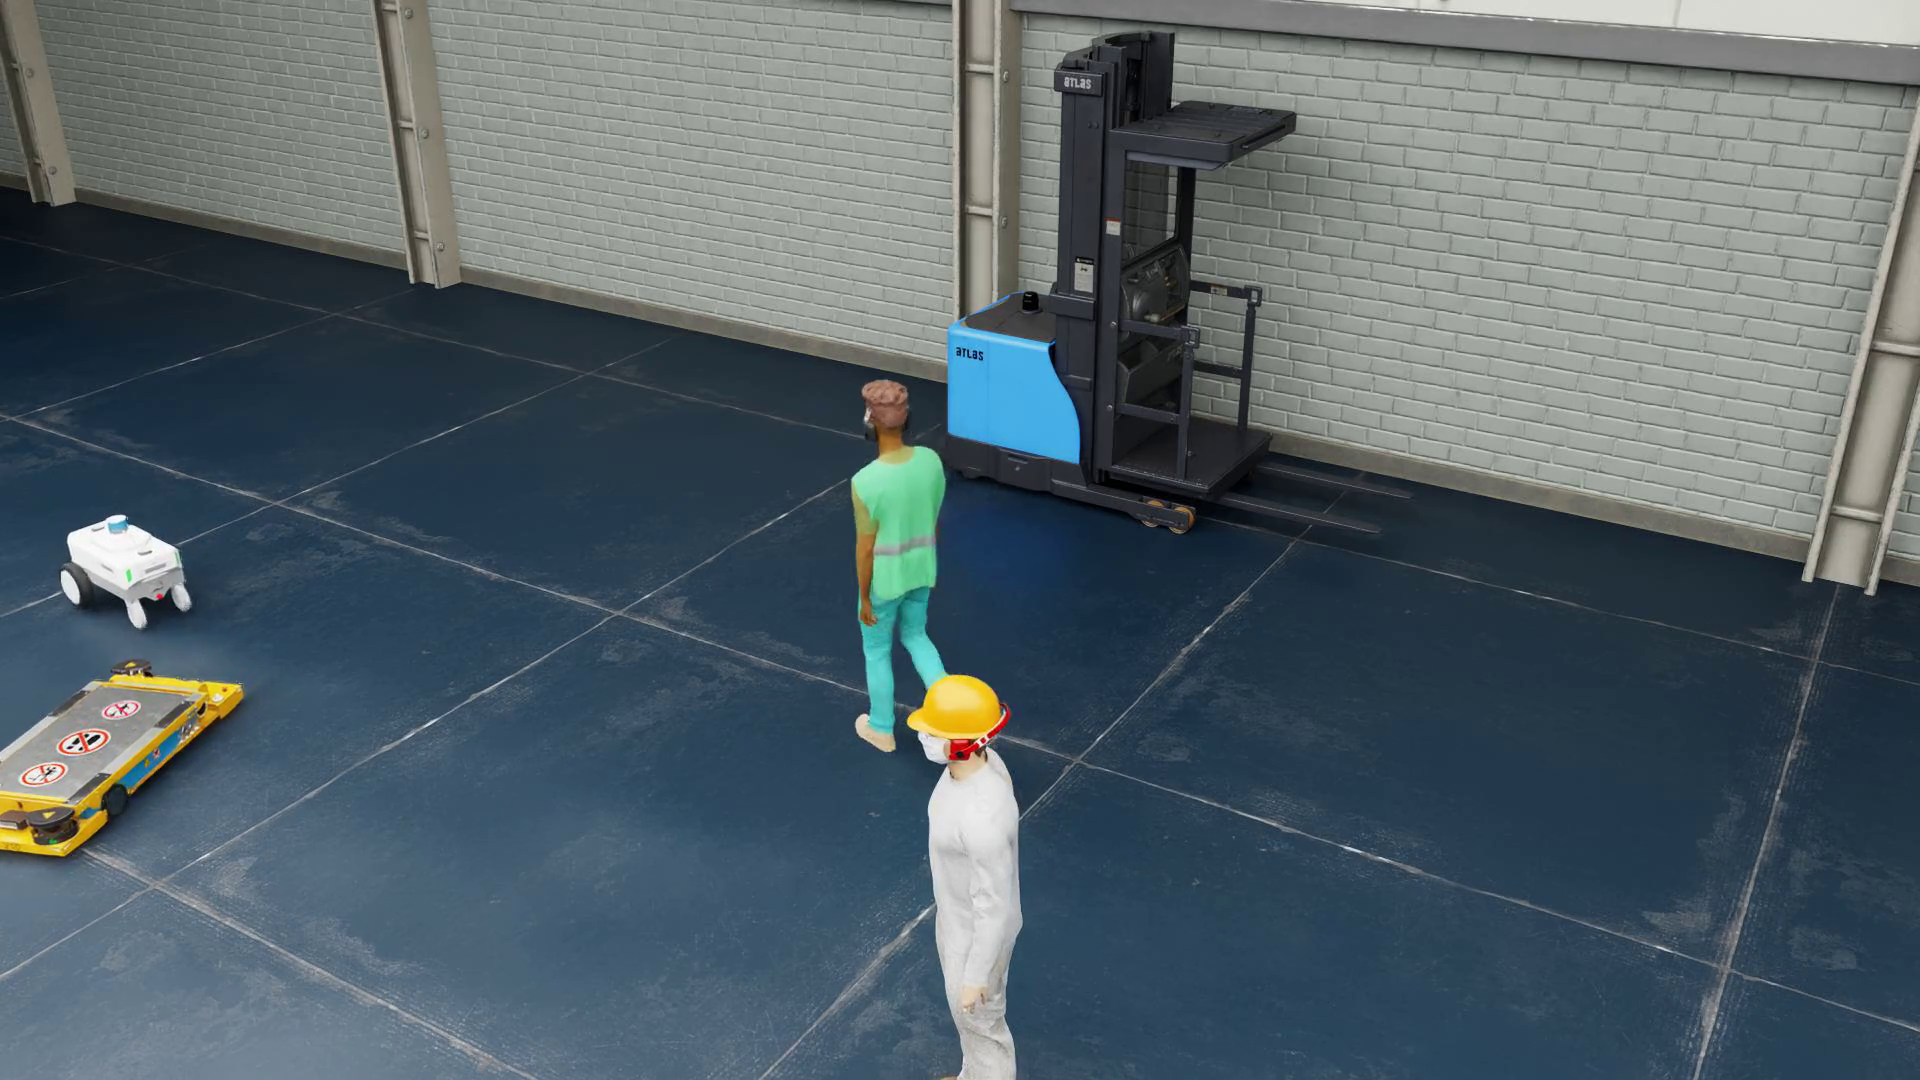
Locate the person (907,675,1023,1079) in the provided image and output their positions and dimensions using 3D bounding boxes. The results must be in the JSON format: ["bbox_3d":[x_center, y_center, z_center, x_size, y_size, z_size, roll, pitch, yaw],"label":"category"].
[{"bbox_3d":[0.020,1.293,5.622,0.375,1.894,0.581,-3,25,-7],"label":"person"}]

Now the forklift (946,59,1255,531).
[{"bbox_3d":[0.933,-1.707,10.833,1.873,2.768,1.129,15,29,28],"label":"forklift"}]

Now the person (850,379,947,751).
[{"bbox_3d":[-0.281,0.183,7.891,0.496,1.966,0.630,-17,30,-32],"label":"person"}]

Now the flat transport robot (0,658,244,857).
[{"bbox_3d":[-4.190,1.029,8.081,0.659,0.231,1.431,4,26,9],"label":"flat transport robot"}]

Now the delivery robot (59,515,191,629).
[{"bbox_3d":[-4.830,0.149,9.627,0.814,0.611,0.499,18,31,33],"label":"delivery robot"}]
